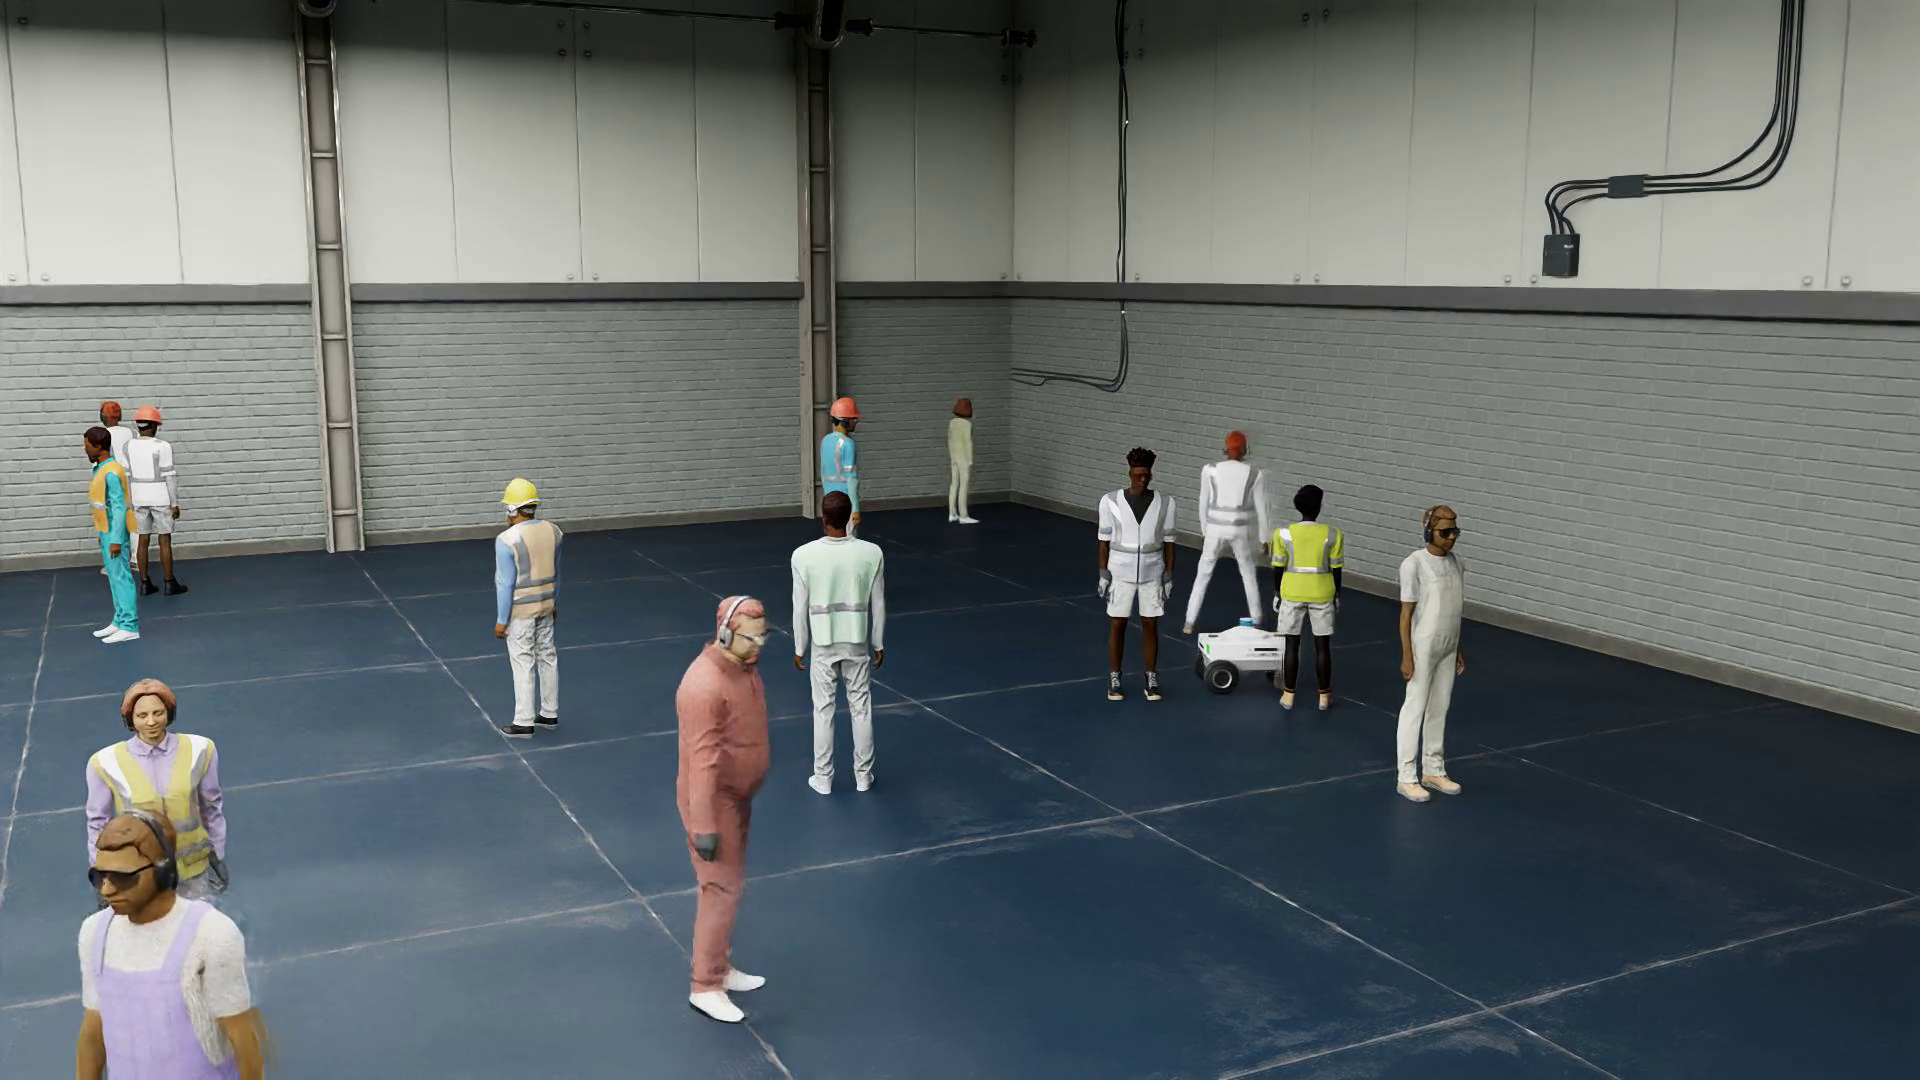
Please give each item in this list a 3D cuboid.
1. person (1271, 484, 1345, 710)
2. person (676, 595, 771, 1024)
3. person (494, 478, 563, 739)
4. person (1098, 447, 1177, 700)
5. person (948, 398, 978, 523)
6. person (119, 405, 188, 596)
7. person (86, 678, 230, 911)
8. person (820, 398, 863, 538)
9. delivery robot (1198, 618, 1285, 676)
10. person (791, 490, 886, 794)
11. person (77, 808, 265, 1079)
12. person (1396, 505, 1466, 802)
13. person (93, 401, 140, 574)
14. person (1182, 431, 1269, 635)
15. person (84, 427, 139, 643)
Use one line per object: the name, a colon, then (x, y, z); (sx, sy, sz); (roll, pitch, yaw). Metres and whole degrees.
person: (2.590, 0.430, 12.428); (0.536, 1.699, 0.322); (1, 9, 9)
person: (-1.027, 1.166, 7.351); (0.403, 1.885, 0.702); (2, 9, 10)
person: (-3.056, 0.478, 11.721); (0.404, 1.833, 0.588); (5, 10, 28)
person: (1.353, 0.258, 12.703); (0.603, 1.958, 0.375); (0, 9, 0)
person: (0.028, -1.033, 21.646); (0.266, 1.631, 0.507); (-6, 11, -31)
person: (-8.146, -0.393, 16.795); (0.542, 1.929, 0.373); (1, 9, 4)
person: (-3.276, 1.369, 6.824); (0.522, 1.639, 0.305); (-7, 12, -37)
person: (-1.131, -0.374, 16.326); (0.373, 2.042, 0.614); (-5, 11, -30)
delivery robot: (2.241, 0.853, 13.052); (0.707, 0.478, 0.477); (-1, 9, -3)
person: (-0.757, 0.644, 10.433); (0.591, 1.922, 0.392); (-2, 9, -12)
person: (-2.231, 1.638, 4.582); (0.556, 1.826, 0.607); (3, 10, 18)
person: (2.944, 0.695, 10.348); (0.513, 1.845, 0.334); (-6, 11, -32)
person: (-9.119, -0.564, 17.991); (0.355, 1.882, 0.575); (4, 10, 24)
person: (2.445, -0.054, 15.017); (0.772, 1.843, 0.542); (1, 9, 9)
person: (-7.514, -0.055, 14.758); (0.395, 1.915, 0.587); (-6, 11, -35)
